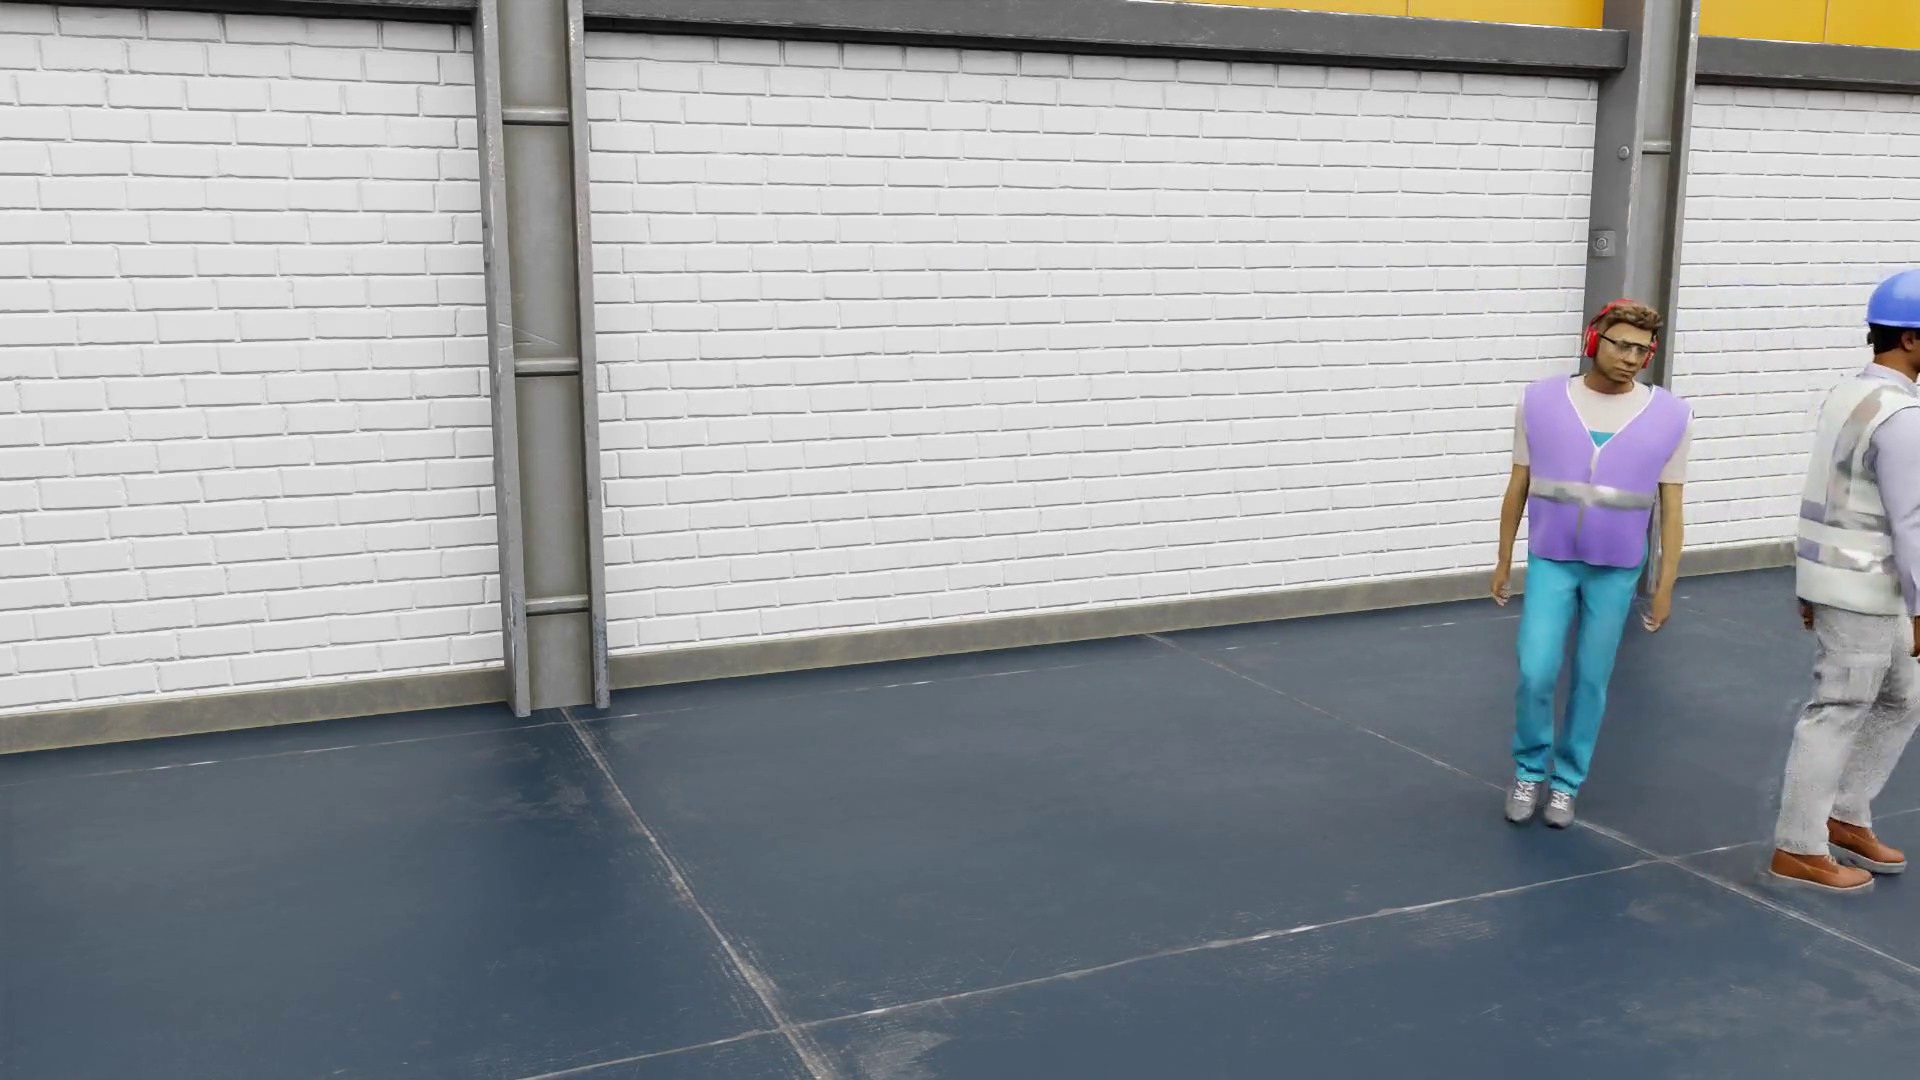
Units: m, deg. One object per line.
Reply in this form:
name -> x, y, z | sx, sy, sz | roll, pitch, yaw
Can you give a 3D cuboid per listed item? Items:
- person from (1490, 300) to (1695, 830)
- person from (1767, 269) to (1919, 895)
person -> 2.114, 0.104, 5.622 | 0.607, 1.818, 0.492 | 4, 11, 21
person -> 2.811, 0.154, 5.062 | 0.587, 1.927, 0.607 | 3, 11, 18
